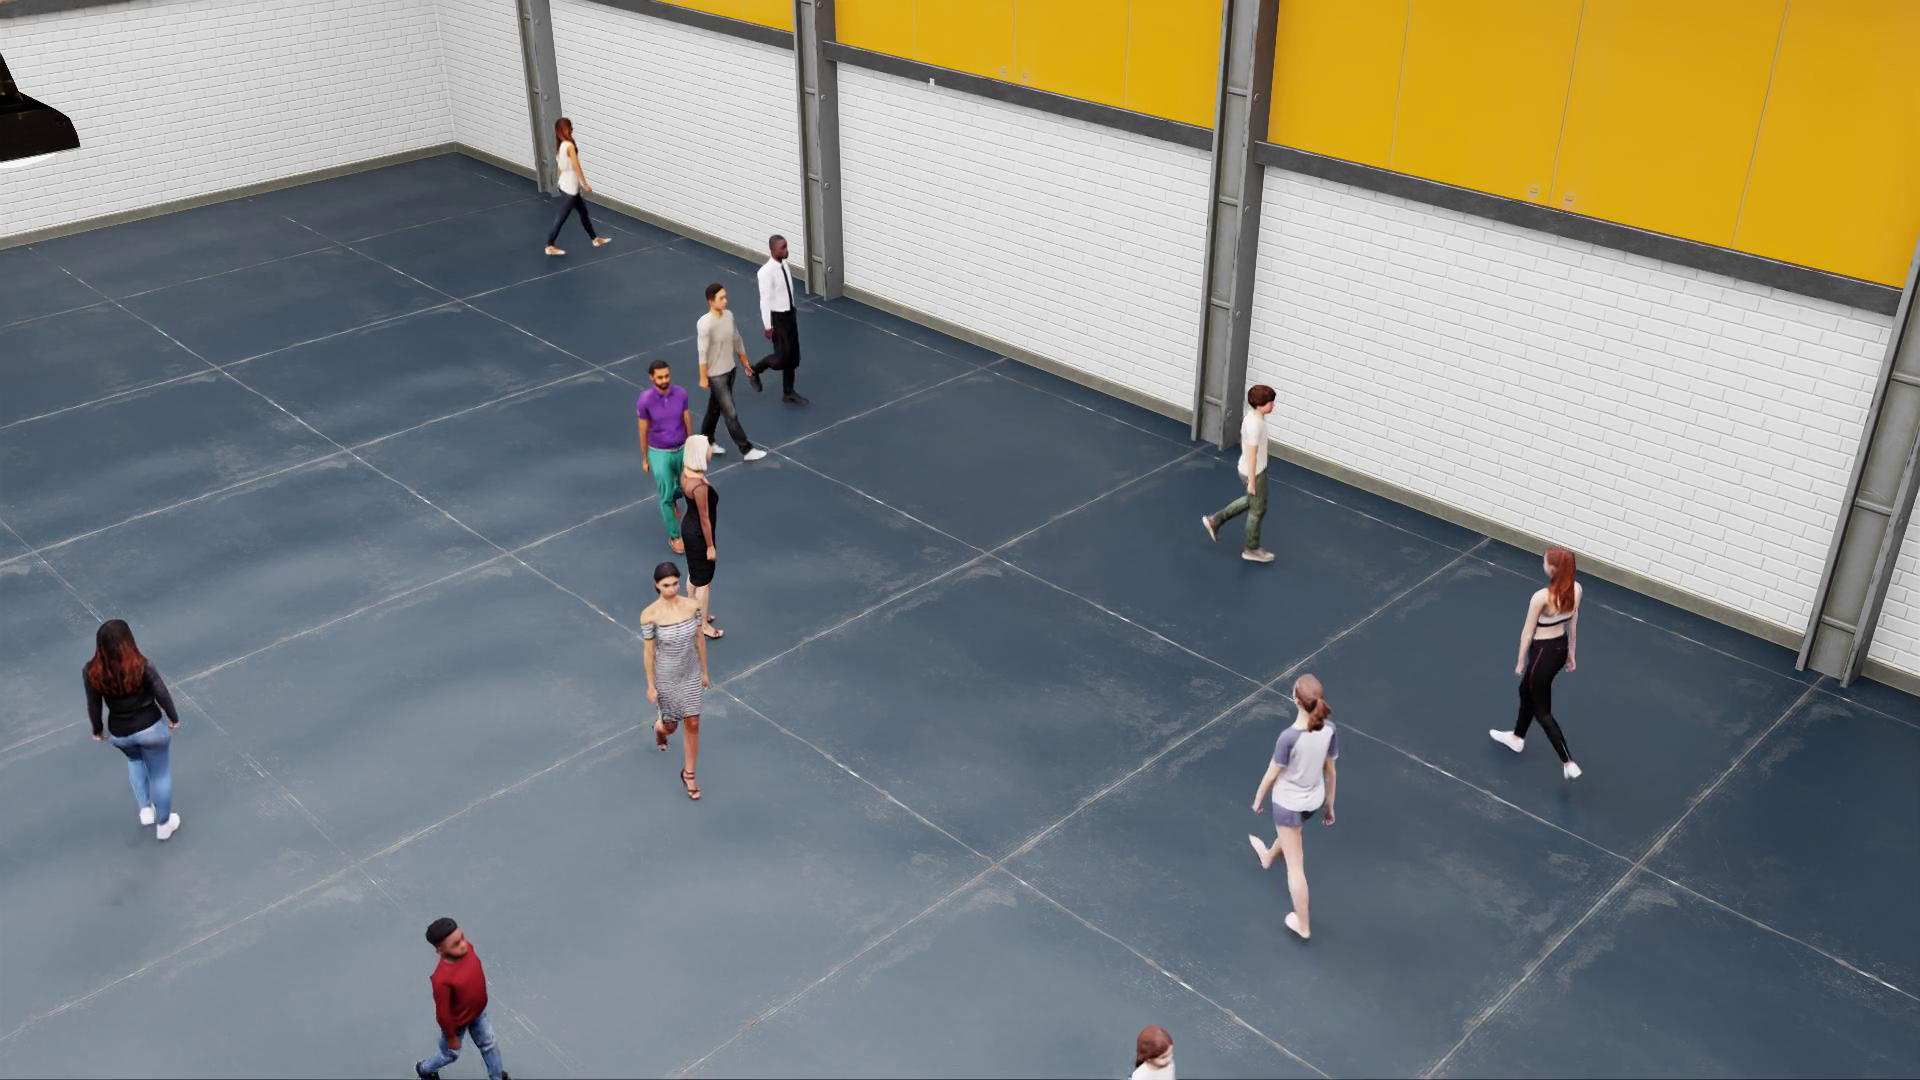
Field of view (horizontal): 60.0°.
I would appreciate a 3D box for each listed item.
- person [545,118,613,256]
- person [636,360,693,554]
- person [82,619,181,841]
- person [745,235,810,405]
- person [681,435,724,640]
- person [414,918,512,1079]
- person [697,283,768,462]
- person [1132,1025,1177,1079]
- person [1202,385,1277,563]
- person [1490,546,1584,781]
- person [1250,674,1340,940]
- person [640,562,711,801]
[{"bbox_3d":[-5.097,-4.461,21.314,0.864,1.728,1.136,-15,32,-25],"label":"person"},{"bbox_3d":[-2.580,-0.785,14.547,0.795,1.754,1.016,-15,32,-25],"label":"person"},{"bbox_3d":[-5.410,1.281,10.893,0.776,1.625,0.808,-4,29,-7],"label":"person"},{"bbox_3d":[-1.928,-2.277,17.214,1.030,1.818,0.852,12,31,21],"label":"person"},{"bbox_3d":[-2.071,-0.028,13.170,0.712,1.742,0.584,-11,31,-20],"label":"person"},{"bbox_3d":[-2.755,2.536,8.988,0.920,1.247,0.733,10,30,17],"label":"person"},{"bbox_3d":[-2.399,-1.634,16.070,1.142,1.786,0.894,12,31,21],"label":"person"},{"bbox_3d":[0.933,2.889,8.488,0.477,1.106,0.455,25,37,38],"label":"person"},{"bbox_3d":[2.445,-0.583,14.297,0.991,1.639,0.858,6,29,11],"label":"person"},{"bbox_3d":[4.126,0.886,11.525,0.777,1.714,1.133,-12,31,-21],"label":"person"},{"bbox_3d":[2.092,1.656,10.103,0.887,1.725,1.177,-11,30,-19],"label":"person"},{"bbox_3d":[-1.958,0.920,11.365,0.714,1.807,0.895,-16,33,-27],"label":"person"}]
